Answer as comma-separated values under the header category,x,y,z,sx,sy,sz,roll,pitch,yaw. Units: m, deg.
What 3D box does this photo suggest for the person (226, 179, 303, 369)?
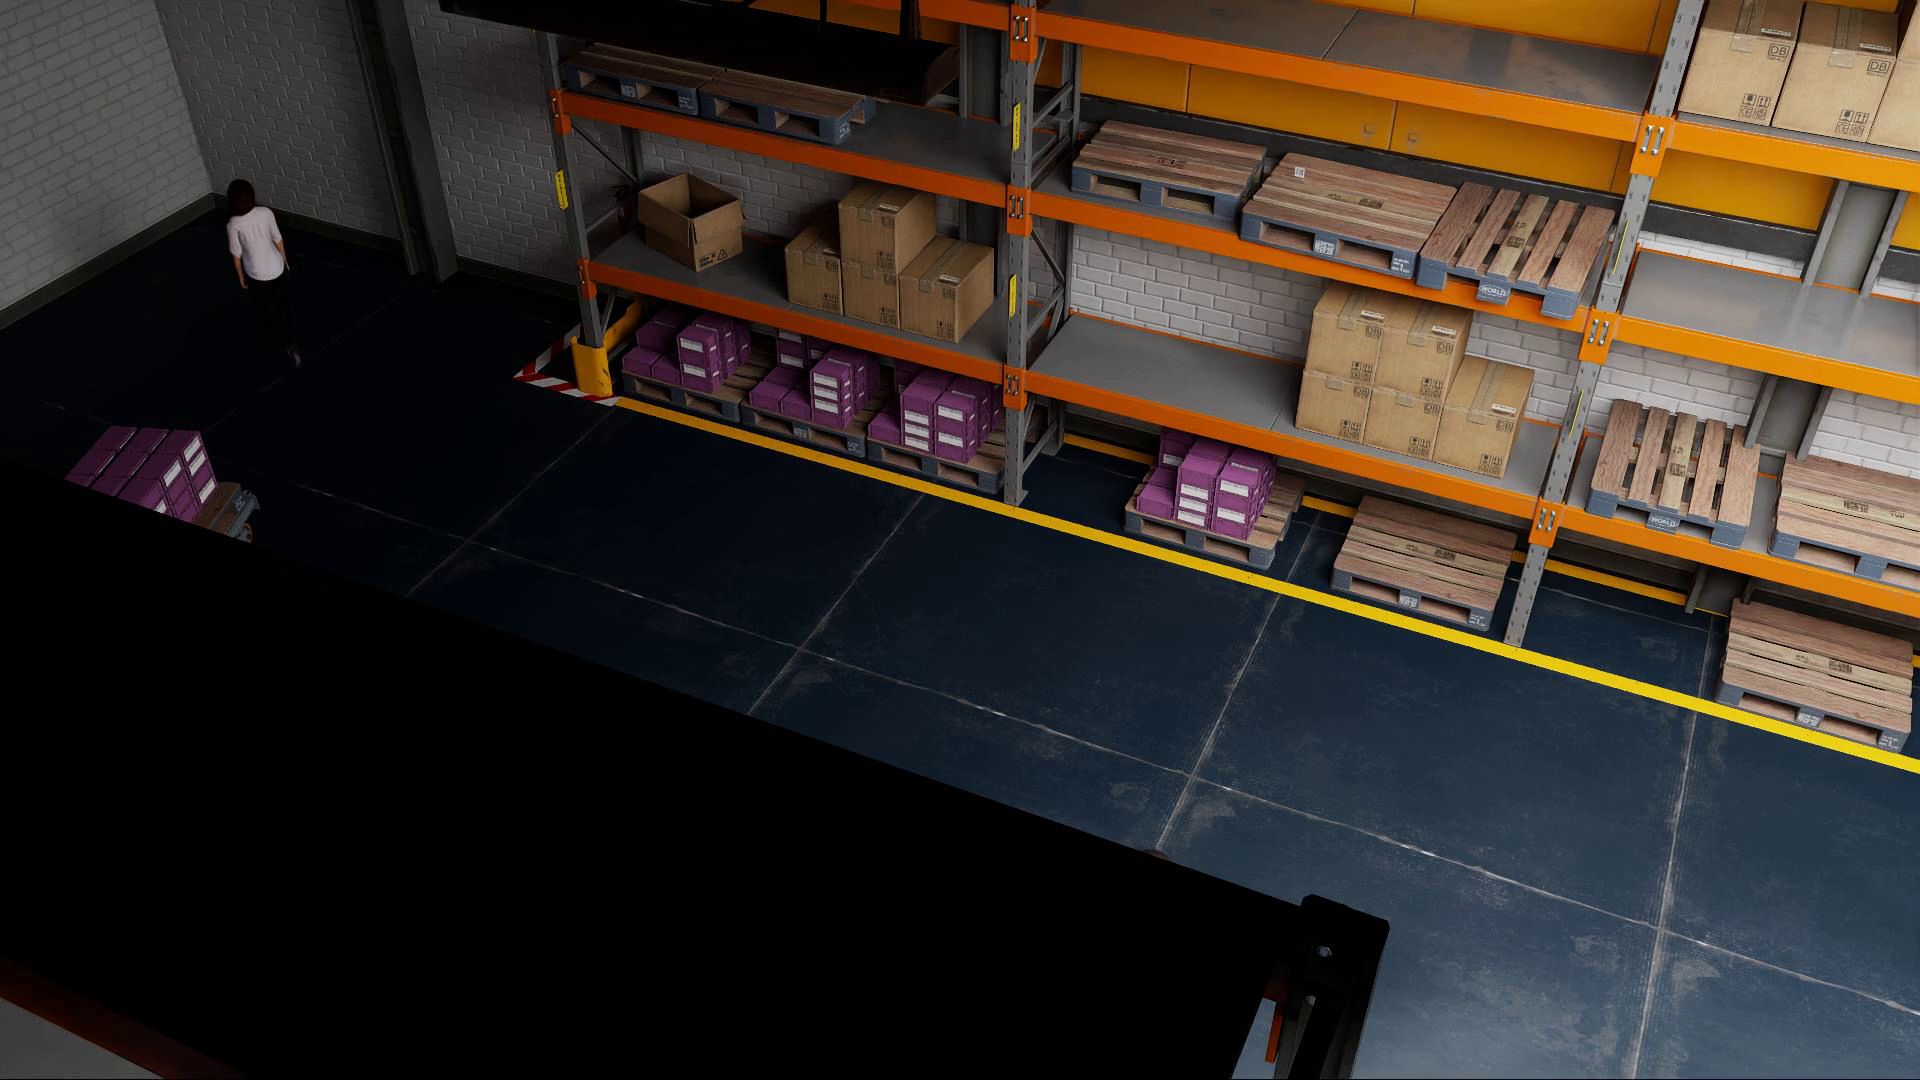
category,x,y,z,sx,sy,sz,roll,pitch,yaw
person,-6.056,-2.300,14.578,0.863,1.780,1.066,-29,47,-31
